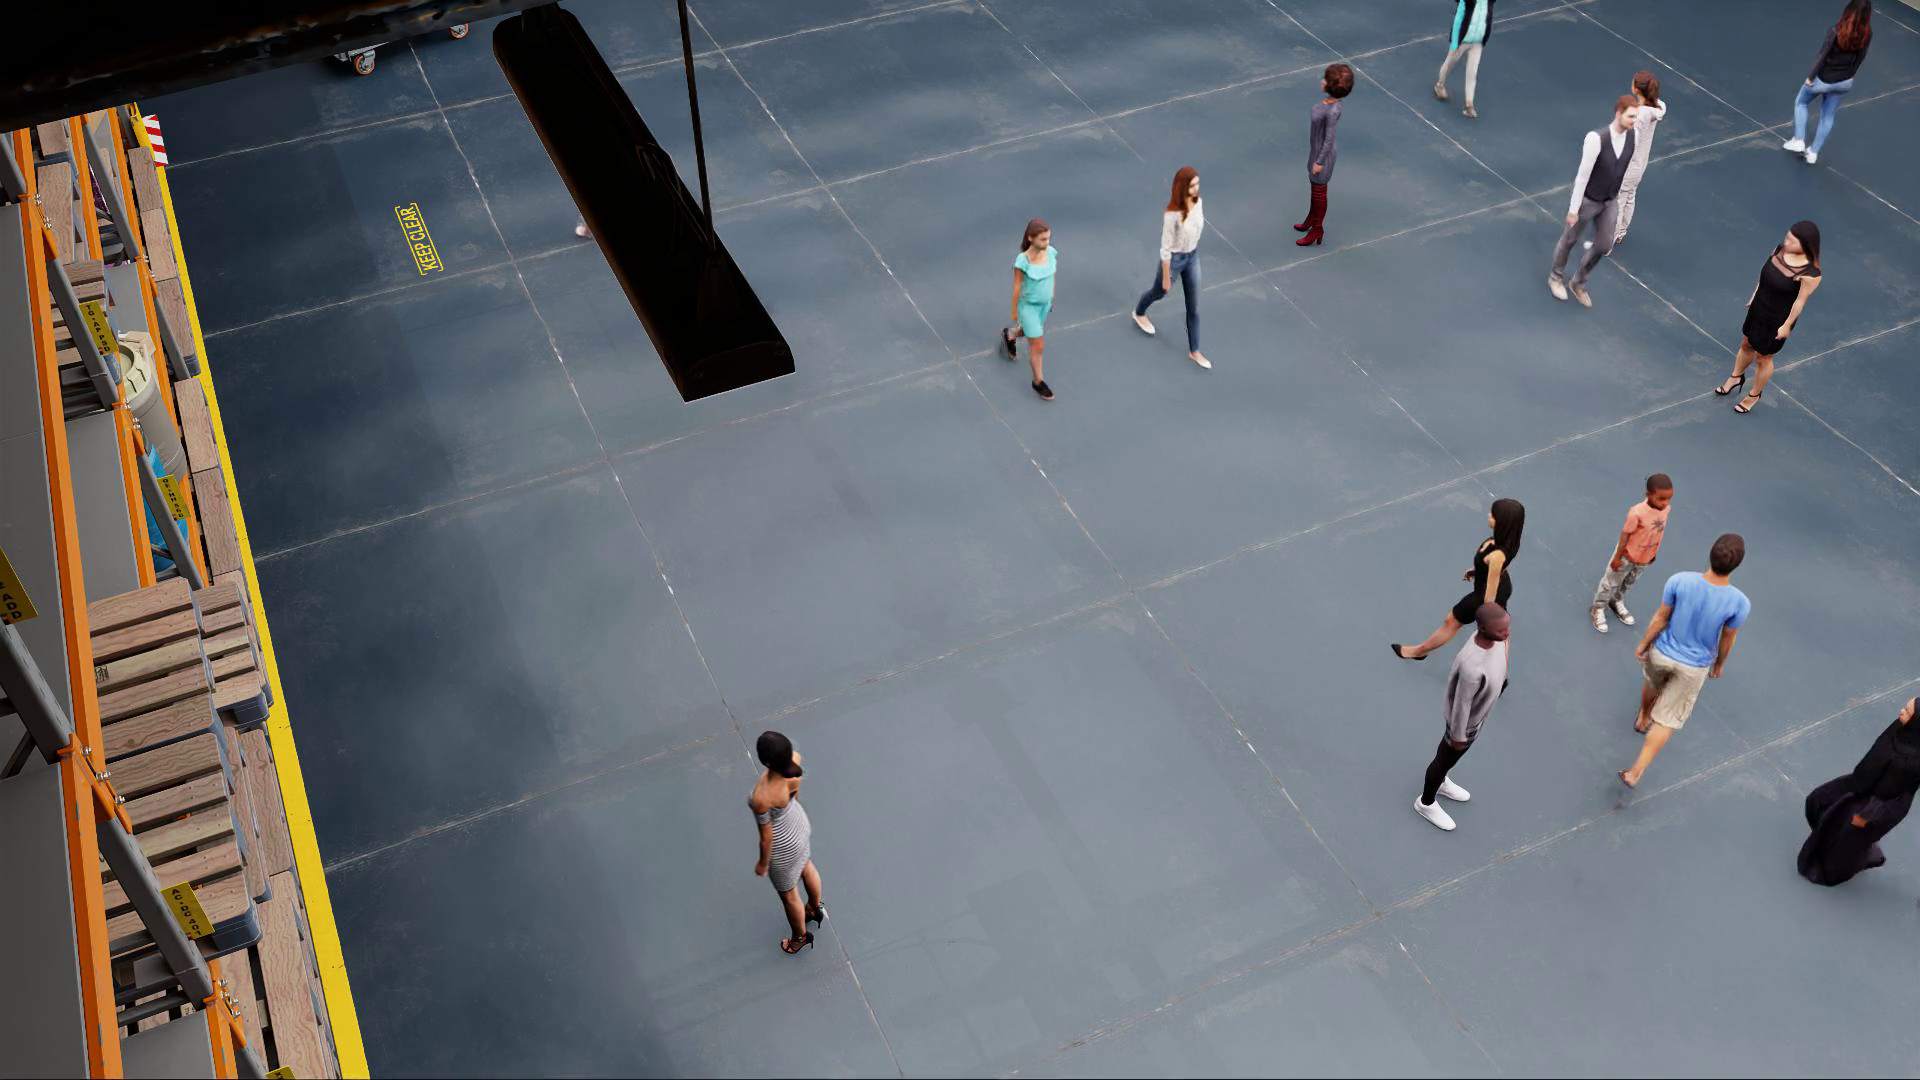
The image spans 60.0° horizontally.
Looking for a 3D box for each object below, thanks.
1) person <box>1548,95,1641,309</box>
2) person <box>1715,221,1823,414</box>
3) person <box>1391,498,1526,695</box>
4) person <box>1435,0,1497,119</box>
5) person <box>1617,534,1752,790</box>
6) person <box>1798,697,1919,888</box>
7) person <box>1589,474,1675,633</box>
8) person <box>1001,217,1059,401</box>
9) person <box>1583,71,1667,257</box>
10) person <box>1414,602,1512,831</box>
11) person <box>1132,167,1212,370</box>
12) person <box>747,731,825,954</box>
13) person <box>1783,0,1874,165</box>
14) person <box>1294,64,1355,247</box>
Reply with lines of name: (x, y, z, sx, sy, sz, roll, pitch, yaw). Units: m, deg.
person: (5.291, -2.921, 13.990, 0.755, 1.924, 0.769, -10, 44, -10)
person: (6.302, -1.740, 12.902, 0.749, 1.715, 0.595, -10, 44, -10)
person: (3.486, 0.409, 10.722, 1.085, 1.611, 0.915, 23, 48, 23)
person: (4.994, -4.992, 16.497, 0.702, 1.464, 1.018, -10, 44, -10)
person: (4.397, 0.769, 10.179, 1.208, 1.838, 1.094, 26, 49, 25)
person: (5.365, 1.489, 9.591, 0.893, 1.608, 0.833, 15, 46, 15)
person: (4.587, 0.058, 11.308, 0.514, 1.310, 0.487, -13, 45, -13)
person: (0.545, -1.908, 13.212, 0.639, 1.532, 1.060, -25, 49, -24)
person: (5.857, -3.289, 14.548, 0.710, 1.687, 0.720, 30, 51, 28)
person: (3.019, 1.018, 9.966, 0.714, 1.772, 0.698, 24, 49, 23)
person: (1.701, -2.268, 13.478, 0.744, 1.685, 1.192, -27, 50, -26)
person: (-0.959, 1.681, 9.234, 0.726, 1.822, 0.675, 16, 46, 16)
person: (8.229, -4.292, 15.647, 0.753, 1.623, 0.751, -2, 44, -2)
person: (3.194, -3.395, 14.642, 0.723, 1.712, 0.623, 5, 44, 5)
